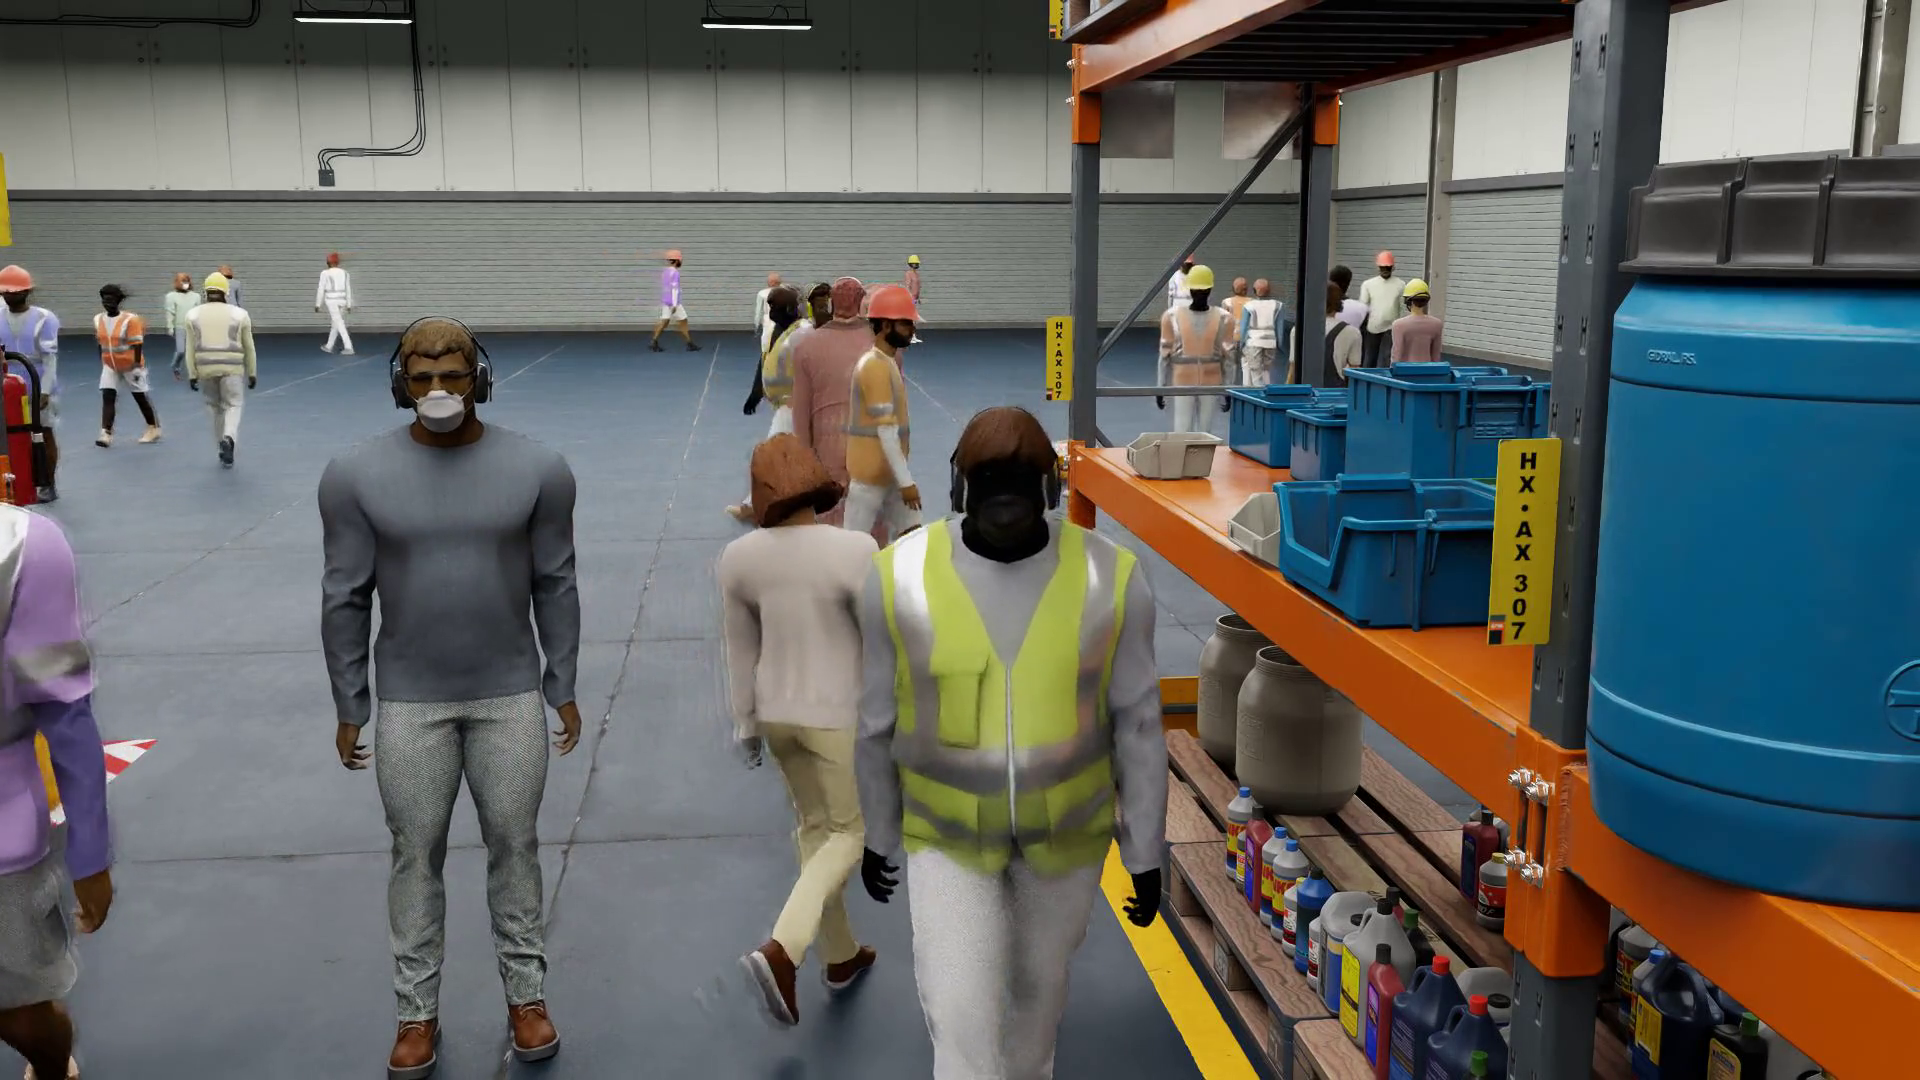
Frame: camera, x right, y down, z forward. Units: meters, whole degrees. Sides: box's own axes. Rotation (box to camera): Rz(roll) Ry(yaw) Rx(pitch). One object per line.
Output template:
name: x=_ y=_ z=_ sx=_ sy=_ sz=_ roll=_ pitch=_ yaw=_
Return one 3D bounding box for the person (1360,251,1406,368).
person: x=5.533 y=-2.817 z=21.881 sx=0.620 sy=1.958 sz=0.971 roll=1 pitch=10 yaw=7

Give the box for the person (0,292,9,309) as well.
person: x=-11.692 y=-2.438 z=20.454 sx=0.860 sy=1.709 sz=0.493 roll=0 pitch=10 yaw=-2

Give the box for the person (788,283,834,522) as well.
person: x=-0.902 y=-0.837 z=11.373 sx=0.501 sy=1.812 sz=0.997 roll=-5 pitch=12 yaw=-27

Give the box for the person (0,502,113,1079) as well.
person: x=-1.985 y=0.562 z=3.222 sx=0.620 sy=2.005 sz=1.018 roll=-4 pitch=11 yaw=-22

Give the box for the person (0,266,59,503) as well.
person: x=-7.362 y=-1.184 z=13.054 sx=0.540 sy=1.895 sz=0.907 roll=-2 pitch=11 yaw=-10

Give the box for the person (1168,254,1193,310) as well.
person: x=3.656 y=-3.722 z=26.977 sx=0.576 sy=1.887 sz=0.965 roll=2 pitch=10 yaw=9

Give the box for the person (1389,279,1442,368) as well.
person: x=3.954 y=-1.390 z=14.549 sx=0.535 sy=1.767 sz=0.316 roll=-4 pitch=11 yaw=-23

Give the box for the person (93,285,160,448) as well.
person: x=-8.506 y=-1.761 z=16.867 sx=0.560 sy=1.642 sz=0.896 roll=1 pitch=10 yaw=6

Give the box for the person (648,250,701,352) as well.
person: x=-5.357 y=-4.433 z=30.921 sx=1.005 sy=1.897 sz=0.564 roll=-7 pitch=12 yaw=-33

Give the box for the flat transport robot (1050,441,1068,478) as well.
flat transport robot: x=0.927 y=-0.743 z=15.098 sx=0.652 sy=0.197 sz=1.431 roll=0 pitch=10 yaw=0

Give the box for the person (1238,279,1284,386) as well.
person: x=3.612 y=-2.342 z=20.132 sx=0.540 sy=1.620 sz=0.560 roll=-2 pitch=10 yaw=-9

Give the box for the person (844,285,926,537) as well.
person: x=-0.351 y=-0.355 z=8.542 sx=1.006 sy=1.883 sz=0.549 roll=1 pitch=10 yaw=6

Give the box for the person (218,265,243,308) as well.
person: x=-13.039 y=-4.076 z=29.634 sx=0.507 sy=1.632 sz=0.268 roll=-10 pitch=14 yaw=-42

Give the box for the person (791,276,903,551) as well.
person: x=-0.632 y=-0.541 z=9.506 sx=0.642 sy=1.909 sz=0.409 roll=-1 pitch=10 yaw=-5

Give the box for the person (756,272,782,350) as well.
person: x=-2.734 y=-3.136 z=24.515 sx=0.527 sy=1.613 sz=0.635 roll=-2 pitch=11 yaw=-10

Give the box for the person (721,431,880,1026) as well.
person: x=-0.439 y=0.508 z=4.550 sx=0.535 sy=1.606 sz=0.593 roll=6 pitch=12 yaw=28

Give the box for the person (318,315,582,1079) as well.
person: x=-1.281 y=0.401 z=4.252 sx=0.636 sy=1.939 sz=0.362 roll=-4 pitch=11 yaw=-19

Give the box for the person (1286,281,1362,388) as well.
person: x=2.650 y=-0.967 z=12.105 sx=0.543 sy=1.802 sz=0.895 roll=3 pitch=11 yaw=16

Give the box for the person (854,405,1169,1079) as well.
person: x=0.107 y=0.625 z=3.424 sx=0.650 sy=1.789 sz=0.944 roll=0 pitch=10 yaw=-2

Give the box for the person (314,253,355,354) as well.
person: x=-11.410 y=-4.304 z=30.345 sx=0.979 sy=1.839 sz=0.594 roll=6 pitch=12 yaw=29

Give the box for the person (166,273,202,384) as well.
person: x=-11.305 y=-3.086 z=24.262 sx=0.534 sy=1.618 sz=0.500 roll=10 pitch=14 yaw=44

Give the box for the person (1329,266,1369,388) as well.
person: x=3.319 y=-1.502 z=14.874 sx=0.602 sy=1.865 sz=0.943 roll=2 pitch=10 yaw=9

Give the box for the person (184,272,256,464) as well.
person: x=-6.937 y=-1.599 z=15.602 sx=0.604 sy=1.808 sz=0.776 roll=-2 pitch=11 yaw=-13

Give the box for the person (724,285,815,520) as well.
person: x=-1.292 y=-1.033 z=12.590 sx=1.009 sy=1.779 sz=0.624 roll=-4 pitch=11 yaw=-21

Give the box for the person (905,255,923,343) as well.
person: x=-0.935 y=-4.858 z=33.558 sx=0.314 sy=1.769 sz=0.523 roll=4 pitch=11 yaw=21

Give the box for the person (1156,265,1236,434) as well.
person: x=1.888 y=-1.234 z=13.298 sx=0.623 sy=1.904 sz=0.479 roll=0 pitch=10 yaw=2

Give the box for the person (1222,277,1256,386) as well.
person: x=3.684 y=-2.640 z=21.832 sx=0.526 sy=1.608 sz=0.779 roll=0 pitch=10 yaw=2
